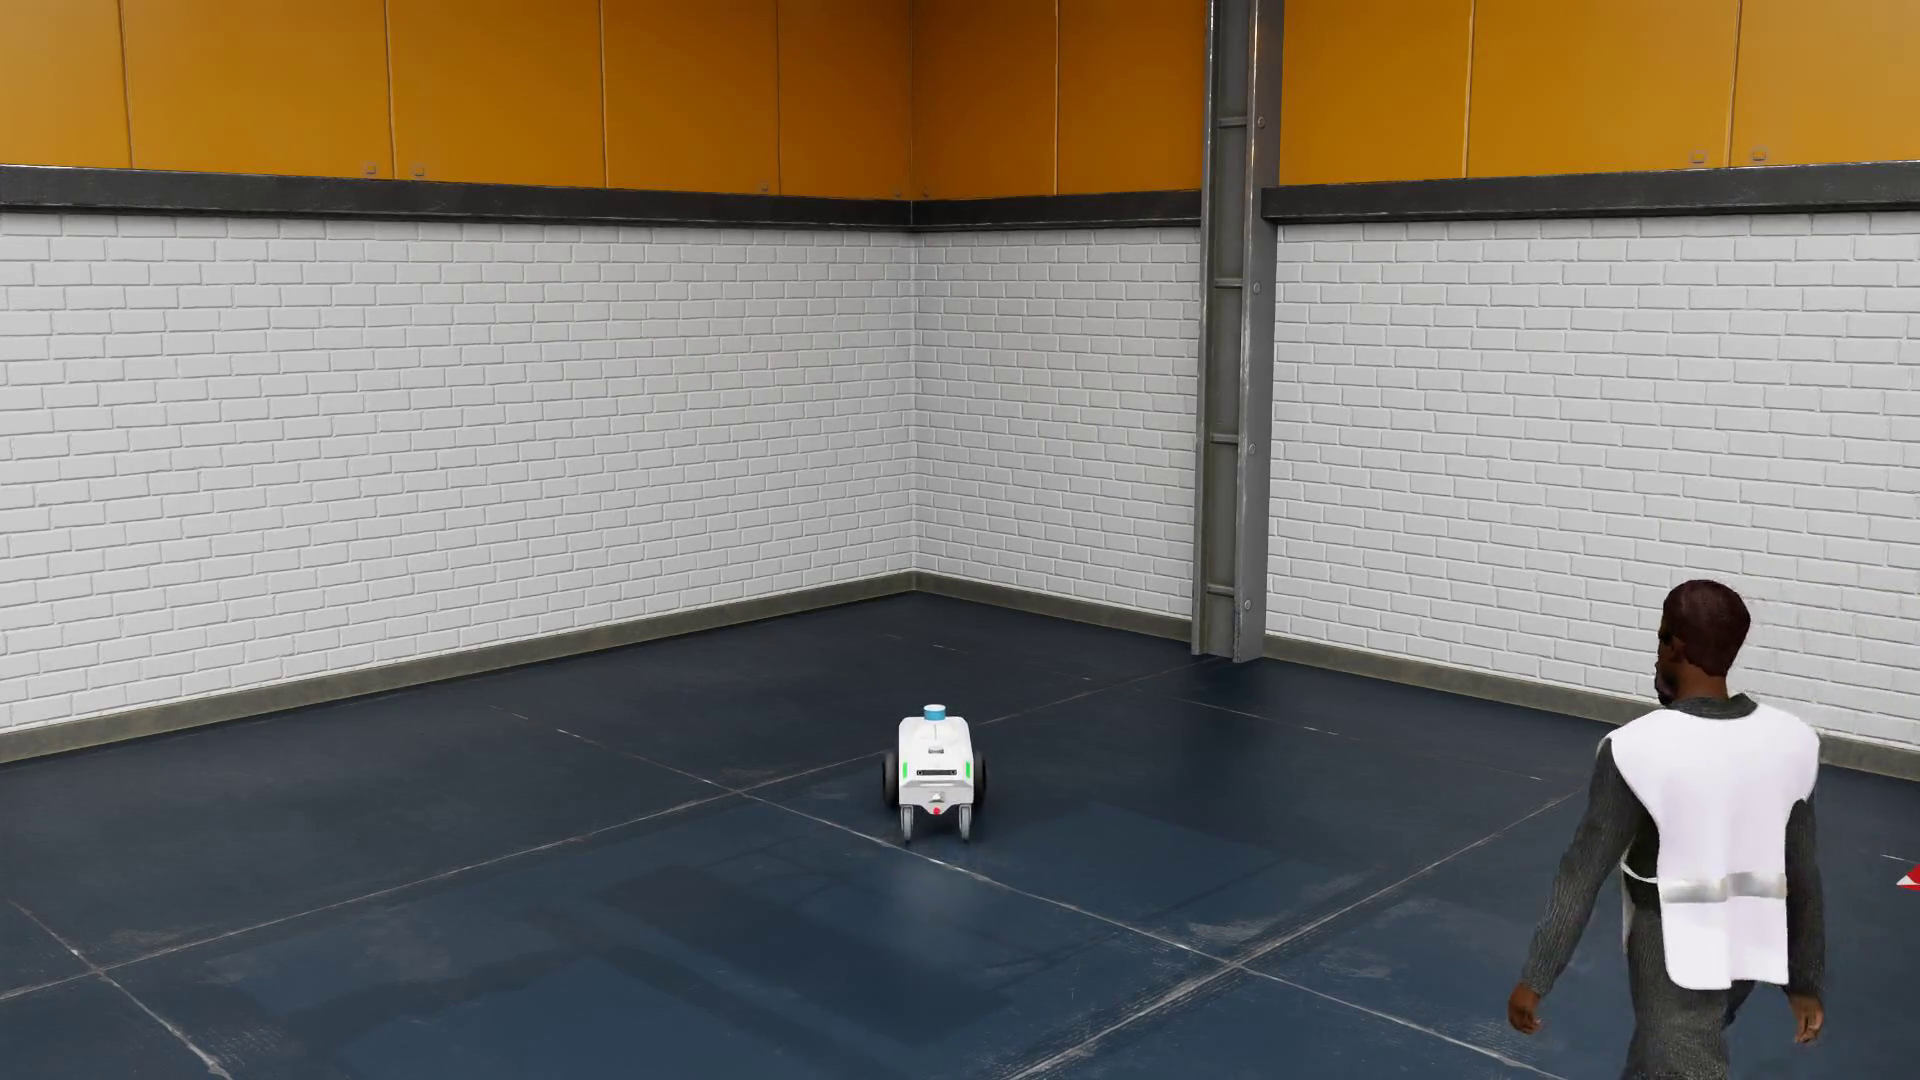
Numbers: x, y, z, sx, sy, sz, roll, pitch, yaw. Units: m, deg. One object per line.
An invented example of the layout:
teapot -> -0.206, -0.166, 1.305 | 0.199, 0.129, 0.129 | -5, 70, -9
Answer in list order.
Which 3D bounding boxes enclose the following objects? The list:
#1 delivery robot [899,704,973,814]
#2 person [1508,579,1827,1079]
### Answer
delivery robot -> -0.118, 1.019, 7.822 | 0.477, 0.478, 0.707 | 0, 9, -2
person -> 1.713, 1.029, 4.064 | 0.723, 1.848, 1.006 | -4, 10, -21
